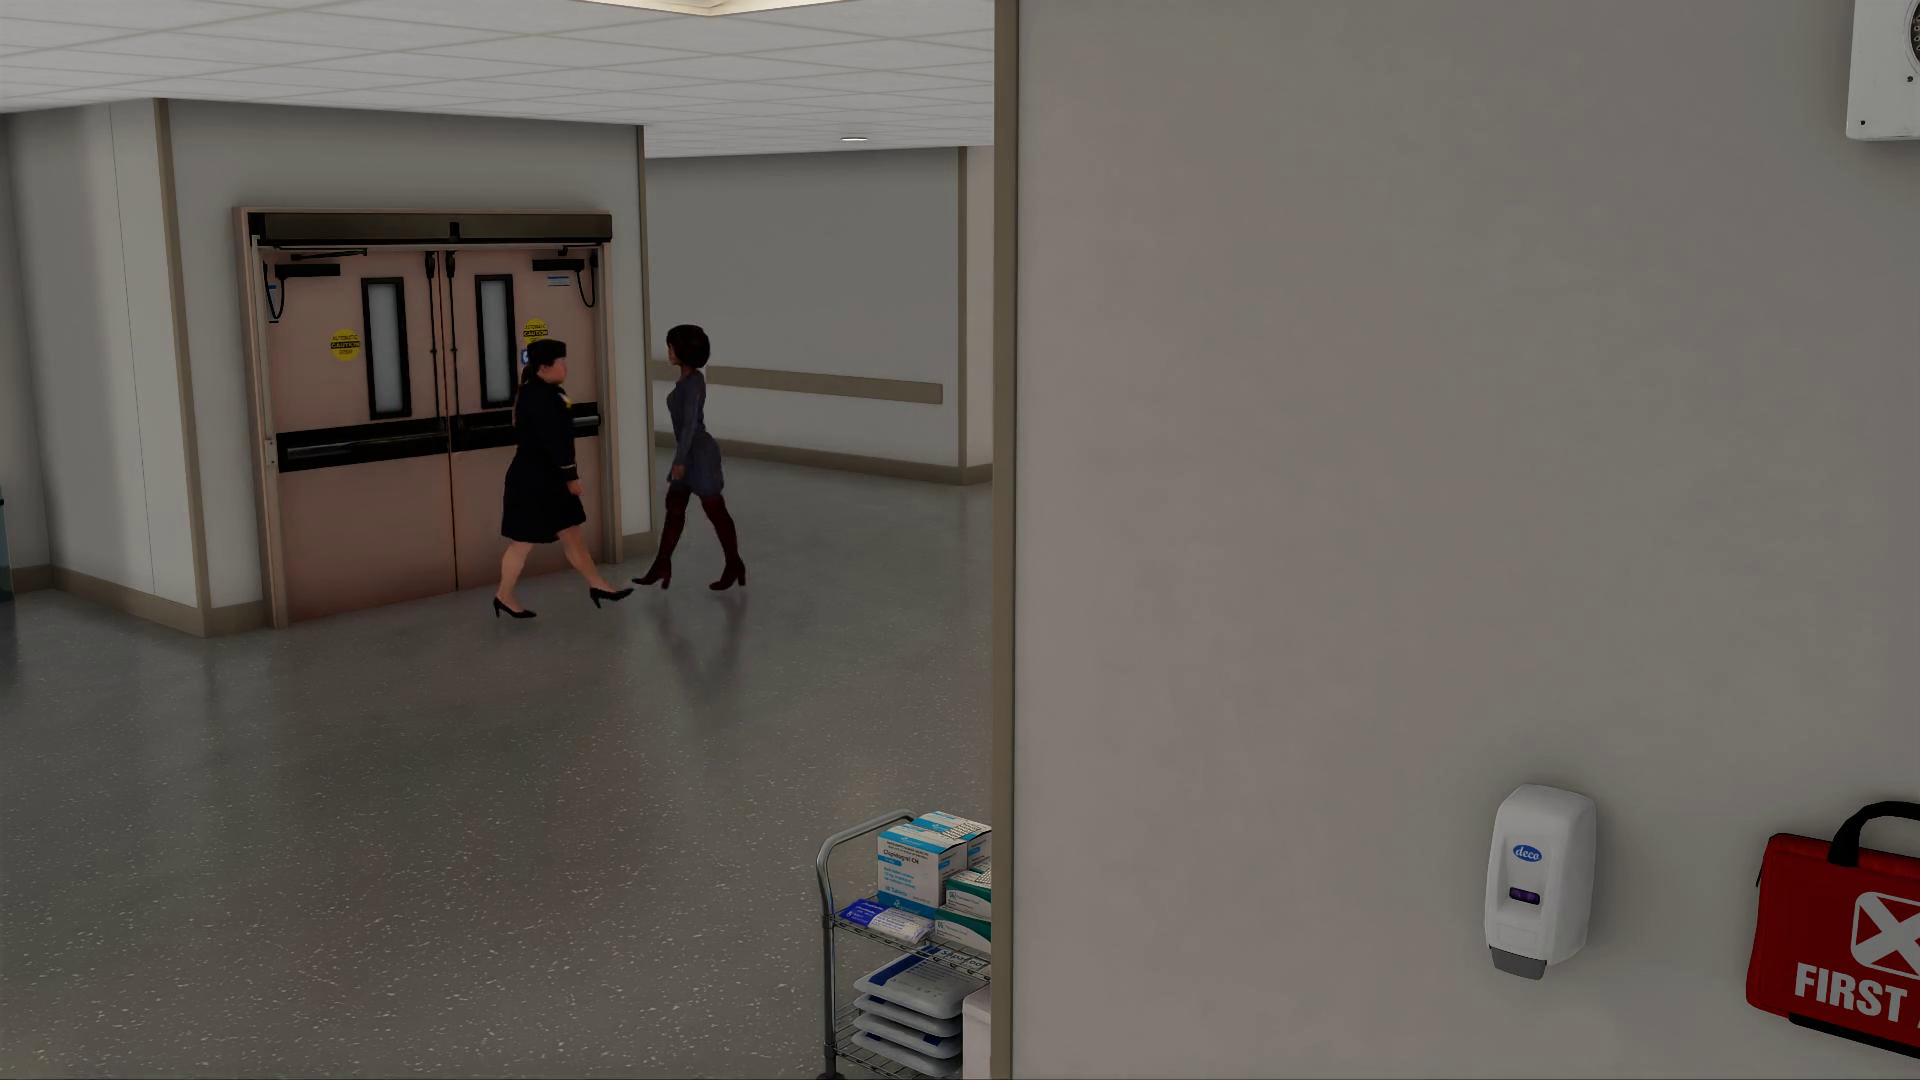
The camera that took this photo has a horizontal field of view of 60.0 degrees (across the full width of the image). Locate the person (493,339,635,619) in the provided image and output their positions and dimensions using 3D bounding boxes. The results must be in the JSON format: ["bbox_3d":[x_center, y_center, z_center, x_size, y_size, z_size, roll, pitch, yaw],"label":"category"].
[{"bbox_3d":[-2.518,-0.307,9.660,1.163,1.629,1.085,-2,11,-8],"label":"person"}]

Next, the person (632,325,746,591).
[{"bbox_3d":[-1.577,-0.493,10.492,1.053,1.685,0.921,-3,11,-17],"label":"person"}]
